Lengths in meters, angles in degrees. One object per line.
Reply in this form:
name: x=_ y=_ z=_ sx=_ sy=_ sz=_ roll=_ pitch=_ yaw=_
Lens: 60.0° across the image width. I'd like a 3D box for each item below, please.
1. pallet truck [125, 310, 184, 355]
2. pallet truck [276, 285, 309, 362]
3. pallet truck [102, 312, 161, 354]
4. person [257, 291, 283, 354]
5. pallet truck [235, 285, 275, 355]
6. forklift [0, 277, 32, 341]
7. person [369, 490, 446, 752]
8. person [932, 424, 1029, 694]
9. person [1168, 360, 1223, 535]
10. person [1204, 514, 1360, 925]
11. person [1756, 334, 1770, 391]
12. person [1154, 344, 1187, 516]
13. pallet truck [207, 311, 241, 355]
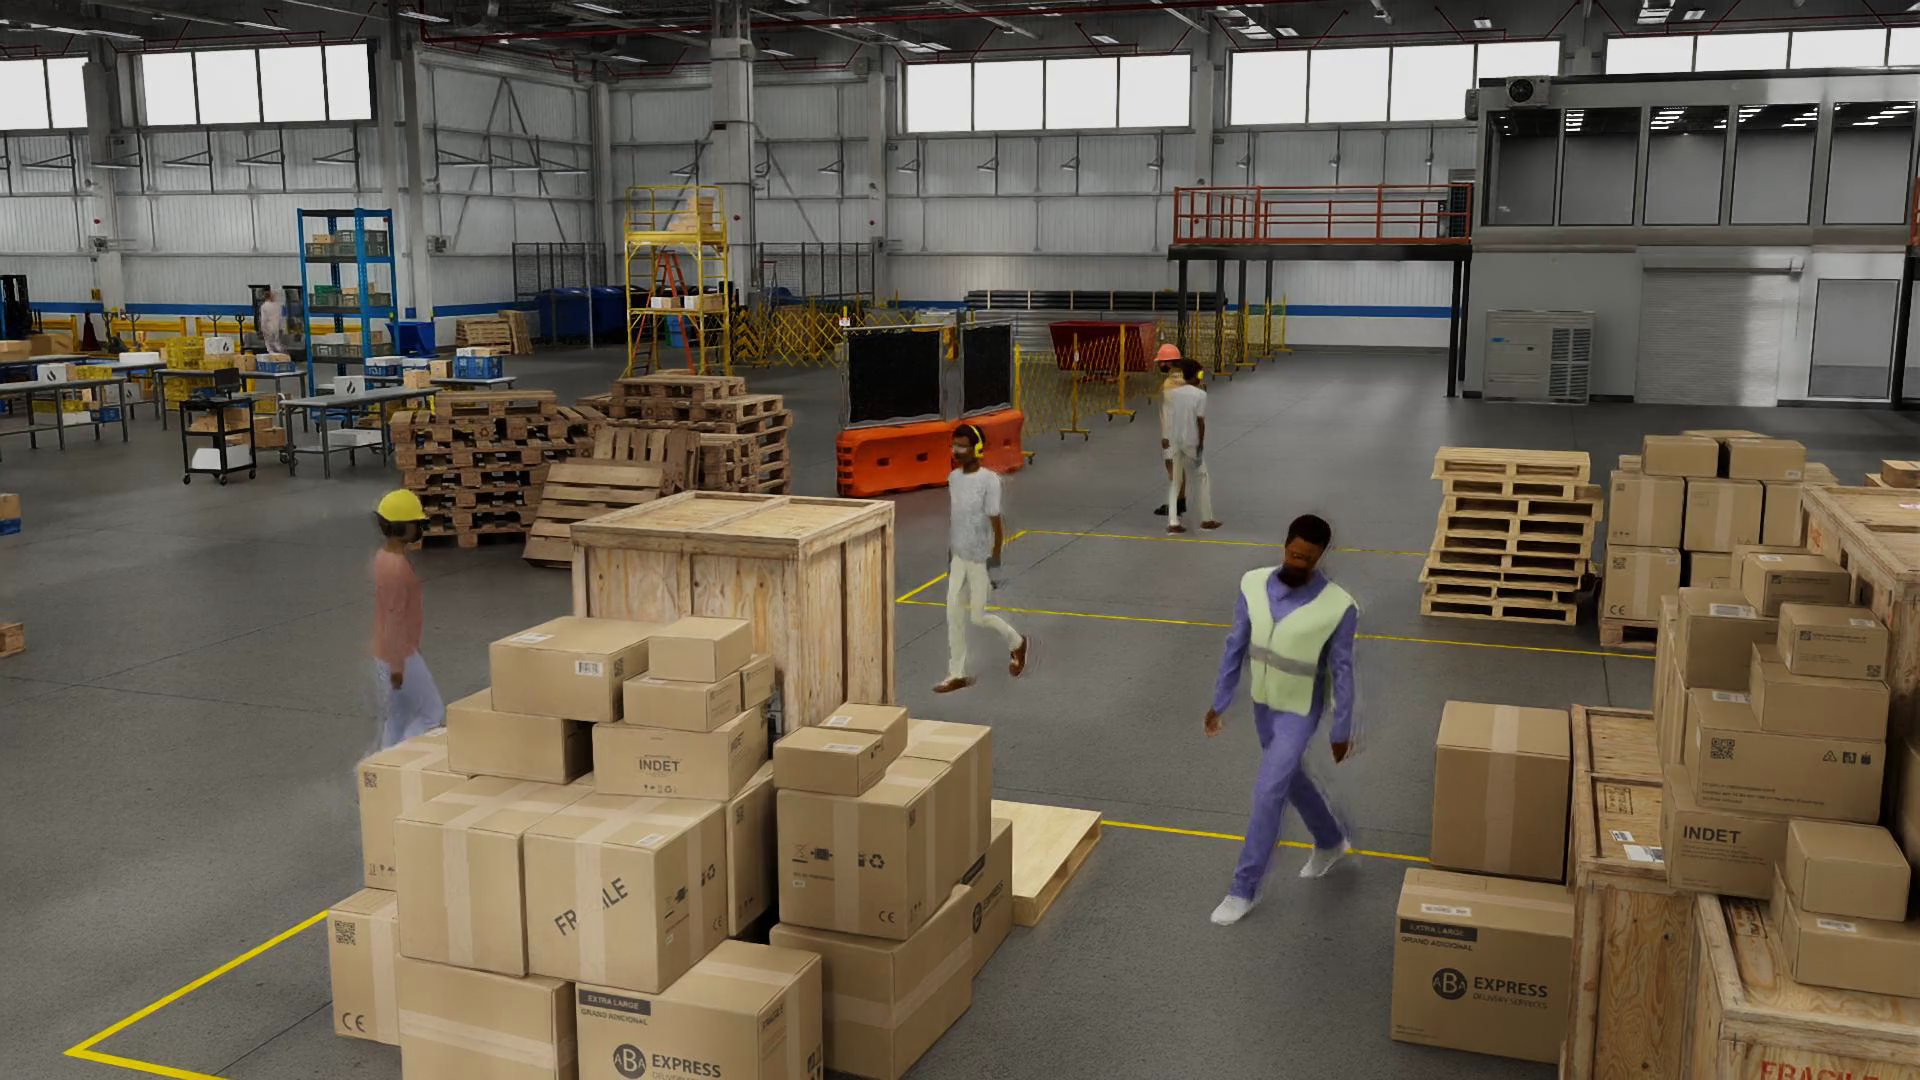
pallet truck: x=-22.038 y=-5.665 z=45.457 sx=0.704 sy=1.261 sz=1.522 roll=3 pitch=11 yaw=17
pallet truck: x=-17.147 y=-5.700 z=43.663 sx=0.823 sy=1.965 sz=1.885 roll=3 pitch=11 yaw=17
pallet truck: x=-23.057 y=-5.777 z=46.261 sx=0.680 sy=1.201 sz=1.601 roll=3 pitch=11 yaw=19
person: x=-17.367 y=-5.323 z=41.843 sx=0.423 sy=1.883 sz=0.675 roll=5 pitch=11 yaw=26
pallet truck: x=-18.327 y=-5.835 z=44.421 sx=0.823 sy=1.965 sz=1.885 roll=4 pitch=11 yaw=23
forklift: x=-27.151 y=-6.329 z=46.328 sx=1.157 sy=1.987 sz=2.680 roll=3 pitch=11 yaw=17
person: x=-2.966 y=0.601 z=8.880 sx=0.385 sy=1.754 sz=0.531 roll=-5 pitch=11 yaw=-25
person: x=0.135 y=0.115 z=11.350 sx=0.692 sy=1.852 sz=0.520 roll=-9 pitch=13 yaw=-40
person: x=2.456 y=-0.987 z=17.591 sx=0.504 sy=1.833 sz=0.807 roll=9 pitch=13 yaw=40
person: x=1.544 y=0.769 z=7.641 sx=0.999 sy=1.853 sz=0.622 roll=-8 pitch=13 yaw=-38
person: x=15.515 y=-3.476 z=32.131 sx=0.283 sy=1.633 sz=0.501 roll=-2 pitch=10 yaw=-12
person: x=2.365 y=-1.239 z=18.754 sx=0.399 sy=1.928 sz=0.542 roll=4 pitch=11 yaw=20
pallet truck: x=-19.537 y=-5.575 z=44.913 sx=0.653 sy=1.274 sz=1.630 roll=3 pitch=11 yaw=19
